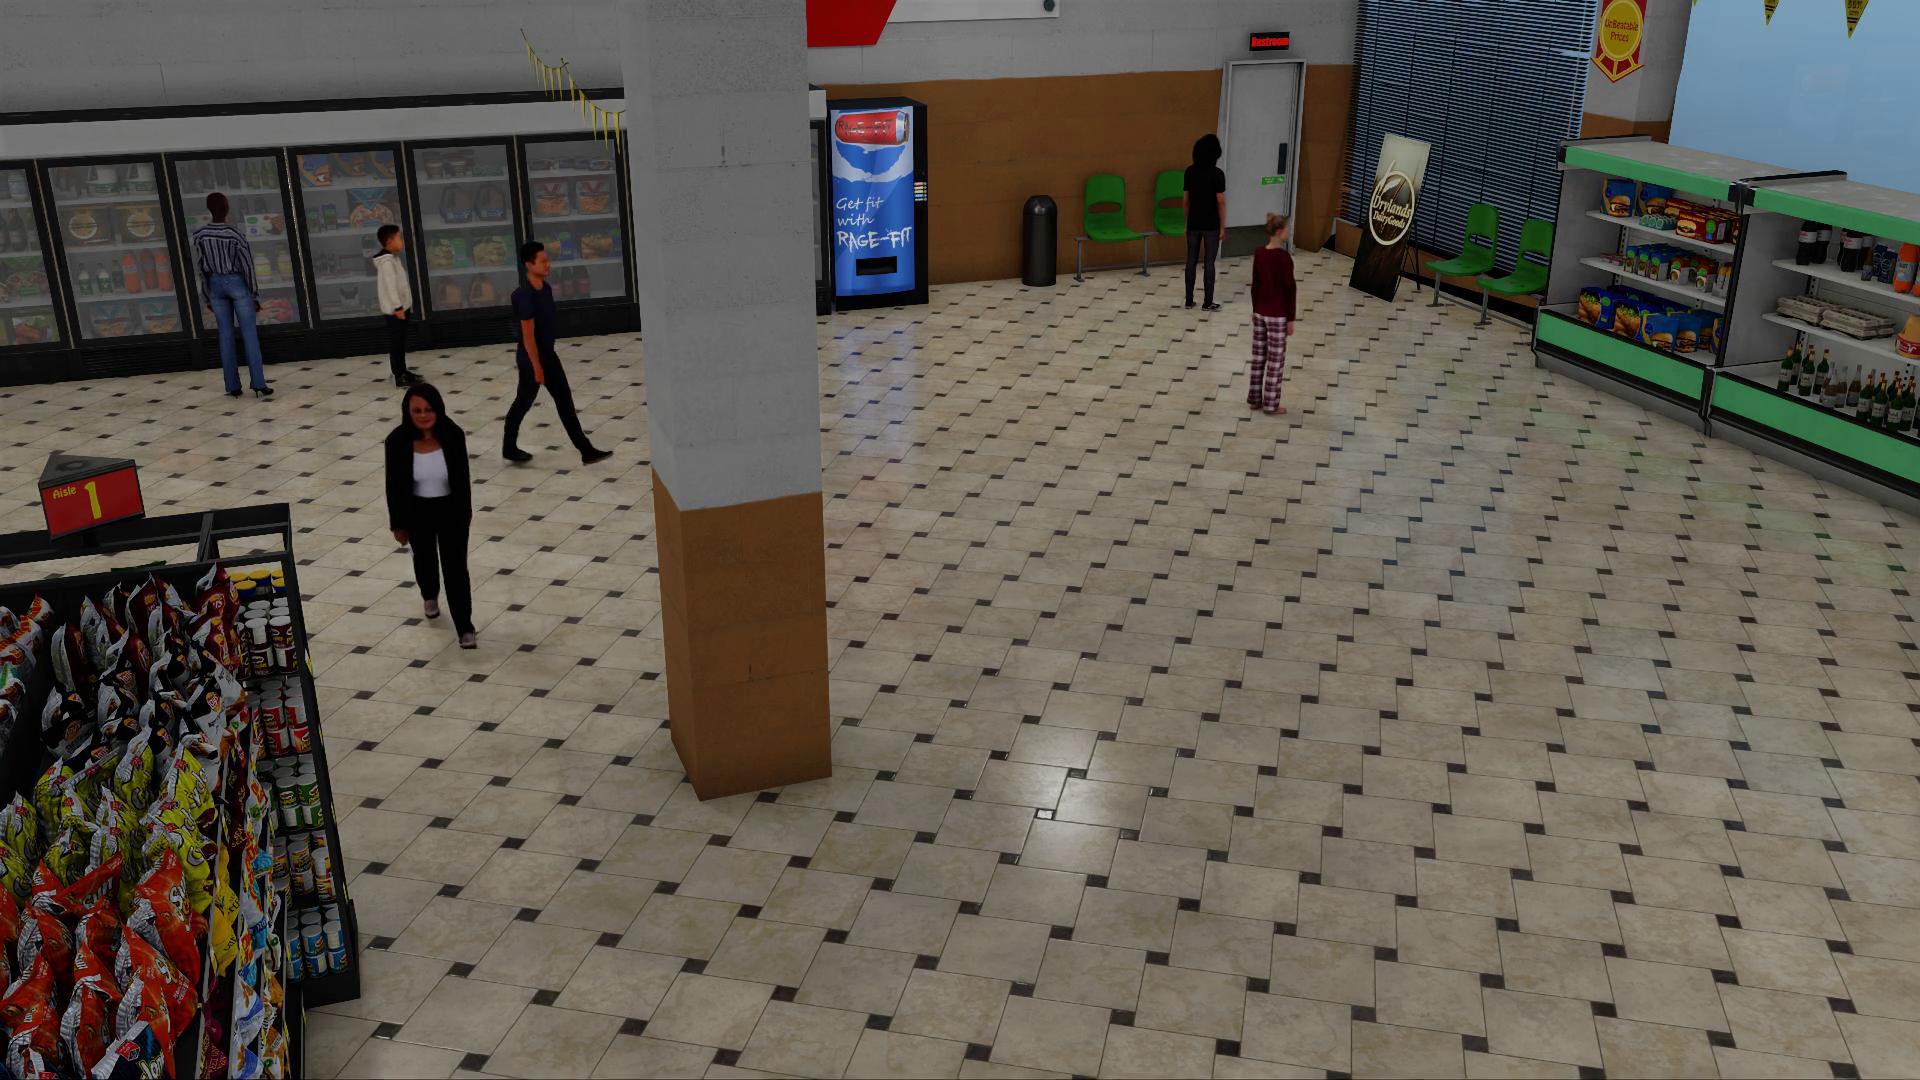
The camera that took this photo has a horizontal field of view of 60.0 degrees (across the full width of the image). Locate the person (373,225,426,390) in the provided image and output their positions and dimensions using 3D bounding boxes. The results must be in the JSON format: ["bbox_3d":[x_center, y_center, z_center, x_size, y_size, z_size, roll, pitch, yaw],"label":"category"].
[{"bbox_3d":[-5.043,-2.082,14.826,0.676,1.452,0.524,-4,22,-9],"label":"person"}]

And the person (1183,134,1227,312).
[{"bbox_3d":[2.544,-3.326,17.409,0.674,1.833,0.767,14,26,30],"label":"person"}]

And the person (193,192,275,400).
[{"bbox_3d":[-6.334,-2.116,14.452,0.701,1.794,0.669,0,22,0],"label":"person"}]

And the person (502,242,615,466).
[{"bbox_3d":[-3.290,-1.360,12.645,1.122,1.737,1.191,5,22,12],"label":"person"}]

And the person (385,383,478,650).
[{"bbox_3d":[-3.157,-0.172,9.918,0.700,1.567,1.125,-9,24,-22],"label":"person"}]

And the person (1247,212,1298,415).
[{"bbox_3d":[2.645,-1.919,14.087,0.718,1.701,0.517,-14,26,-31],"label":"person"}]
